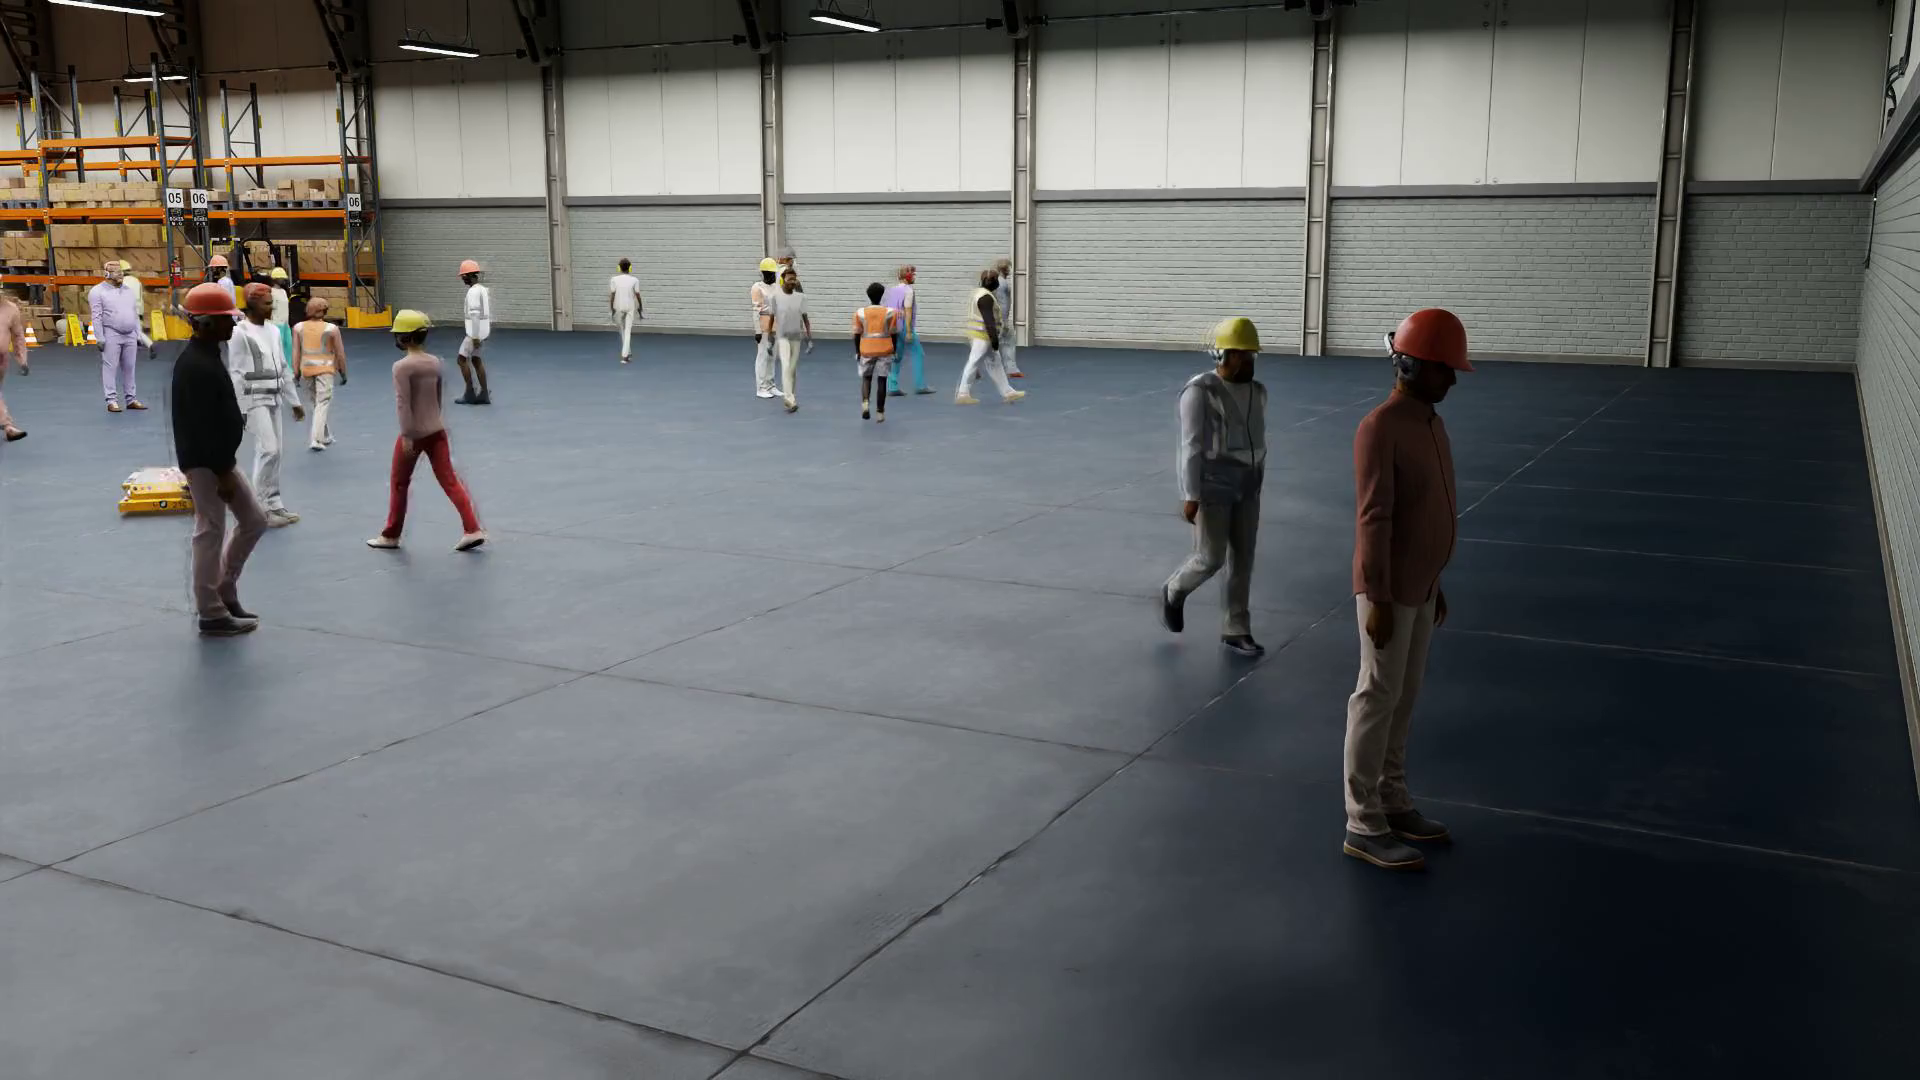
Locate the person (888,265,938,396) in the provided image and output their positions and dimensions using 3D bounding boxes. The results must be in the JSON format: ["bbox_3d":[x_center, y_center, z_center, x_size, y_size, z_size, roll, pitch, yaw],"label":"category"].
[{"bbox_3d":[-0.666,-2.924,23.275,0.813,1.813,0.599,-5,12,-25],"label":"person"}]

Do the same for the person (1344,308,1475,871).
[{"bbox_3d":[1.607,0.168,5.976,0.392,1.986,0.610,7,12,33],"label":"person"}]

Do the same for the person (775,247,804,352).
[{"bbox_3d":[-3.079,-4.262,29.986,0.535,2.000,0.711,-3,11,-17],"label":"person"}]

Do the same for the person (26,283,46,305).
[{"bbox_3d":[-24.771,-6.877,44.587,0.392,1.921,0.585,5,12,26],"label":"person"}]

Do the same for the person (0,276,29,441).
[{"bbox_3d":[-10.632,-1.996,18.255,1.078,1.824,0.648,6,12,31],"label":"person"}]

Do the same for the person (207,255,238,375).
[{"bbox_3d":[-11.227,-3.367,25.386,0.375,1.939,0.546,-4,11,-19],"label":"person"}]

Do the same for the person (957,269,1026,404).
[{"bbox_3d":[0.398,-2.695,22.133,0.965,1.790,0.657,0,10,0],"label":"person"}]

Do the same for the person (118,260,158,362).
[{"bbox_3d":[-14.652,-4.042,29.428,0.699,1.813,0.599,3,11,14],"label":"person"}]

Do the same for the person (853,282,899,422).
[{"bbox_3d":[-1.004,-2.249,19.991,0.541,1.686,0.346,1,10,3],"label":"person"}]

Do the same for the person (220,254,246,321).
[{"bbox_3d":[-16.905,-5.693,38.437,0.950,1.812,0.559,-4,11,-23],"label":"person"}]

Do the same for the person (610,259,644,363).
[{"bbox_3d":[-5.912,-4.073,29.570,0.552,1.813,0.993,0,10,2],"label":"person"}]

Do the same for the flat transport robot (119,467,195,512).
[{"bbox_3d":[-6.650,-0.451,14.034,0.652,0.197,1.431,-4,11,-19],"label":"flat transport robot"}]

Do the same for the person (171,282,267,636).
[{"bbox_3d":[-4.115,-0.435,9.278,0.478,1.977,0.655,-3,11,-17],"label":"person"}]

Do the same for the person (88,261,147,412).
[{"bbox_3d":[-10.741,-2.595,21.250,0.408,1.913,0.643,5,12,26],"label":"person"}]

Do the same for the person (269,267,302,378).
[{"bbox_3d":[-10.696,-3.377,25.974,0.598,1.752,0.528,0,10,0],"label":"person"}]

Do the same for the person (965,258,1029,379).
[{"bbox_3d":[0.563,-3.450,25.962,0.937,1.910,0.638,0,10,2],"label":"person"}]

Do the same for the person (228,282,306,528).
[{"bbox_3d":[-5.359,-1.044,12.870,0.434,1.876,0.601,2,11,9],"label":"person"}]

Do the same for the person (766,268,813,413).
[{"bbox_3d":[-2.155,-2.546,21.234,0.557,1.824,0.893,-4,11,-23],"label":"person"}]

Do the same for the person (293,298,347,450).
[{"bbox_3d":[-6.753,-1.744,17.541,0.520,1.607,0.843,1,10,8],"label":"person"}]

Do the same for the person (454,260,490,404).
[{"bbox_3d":[-6.526,-2.737,22.014,0.586,1.909,0.603,0,10,-1],"label":"person"}]

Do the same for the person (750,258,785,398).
[{"bbox_3d":[-2.652,-2.939,23.079,0.366,1.926,0.592,5,12,27],"label":"person"}]

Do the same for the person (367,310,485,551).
[{"bbox_3d":[-3.811,-0.769,11.794,0.920,1.721,0.534,4,11,20],"label":"person"}]

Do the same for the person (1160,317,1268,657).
[{"bbox_3d":[1.398,-0.293,8.953,0.605,1.819,0.610,-7,12,-33],"label":"person"}]
